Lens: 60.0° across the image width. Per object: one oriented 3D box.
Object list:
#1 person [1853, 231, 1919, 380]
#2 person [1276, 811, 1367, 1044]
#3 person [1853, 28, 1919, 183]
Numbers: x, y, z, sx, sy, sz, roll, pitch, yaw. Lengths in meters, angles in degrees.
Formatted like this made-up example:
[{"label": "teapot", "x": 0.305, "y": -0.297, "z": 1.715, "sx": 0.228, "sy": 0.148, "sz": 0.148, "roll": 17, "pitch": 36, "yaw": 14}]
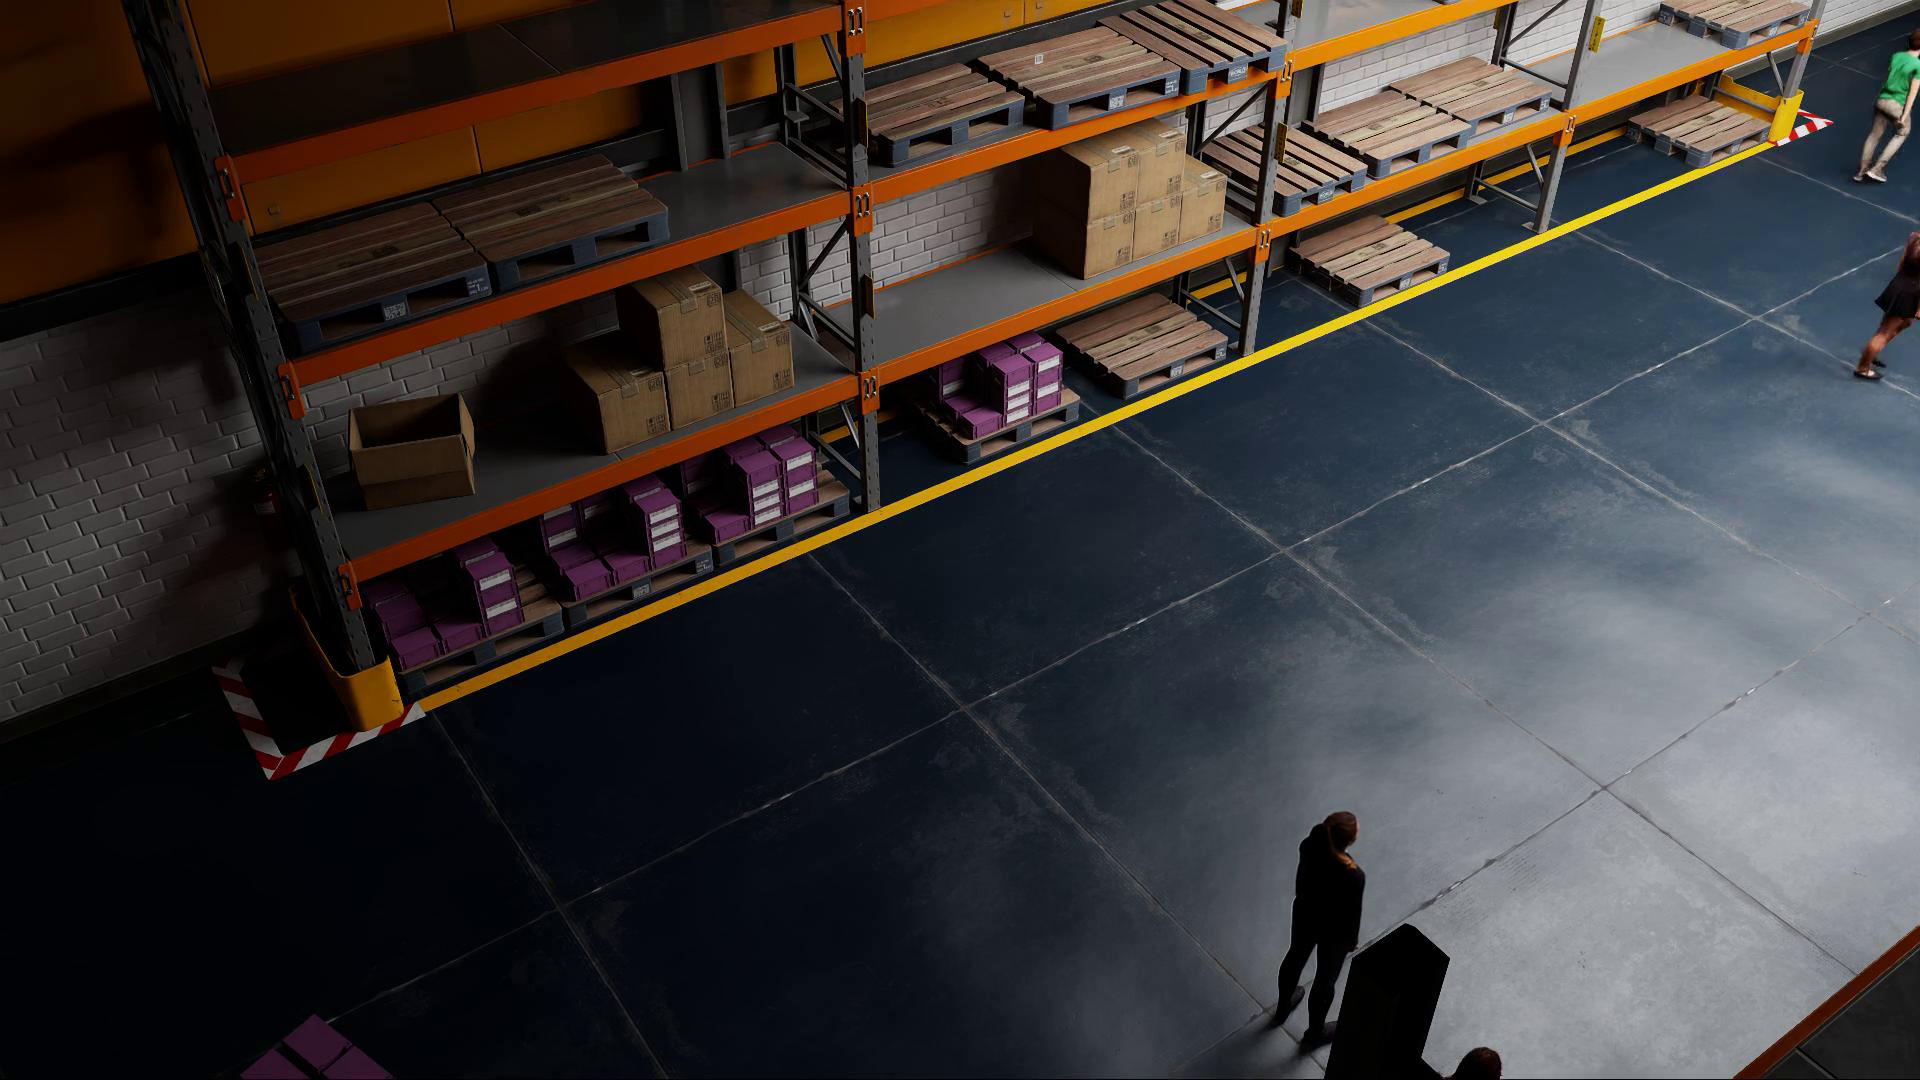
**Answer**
[{"label": "person", "x": 7.955, "y": -2.099, "z": 14.167, "sx": 0.791, "sy": 1.667, "sz": 0.731, "roll": 7, "pitch": 39, "yaw": 9}, {"label": "person", "x": 1.941, "y": 2.059, "z": 8.910, "sx": 0.551, "sy": 1.729, "sz": 0.566, "roll": -26, "pitch": 45, "yaw": -29}, {"label": "person", "x": 9.555, "y": -4.450, "z": 17.129, "sx": 0.603, "sy": 1.643, "sz": 0.604, "roll": -19, "pitch": 42, "yaw": -22}]
